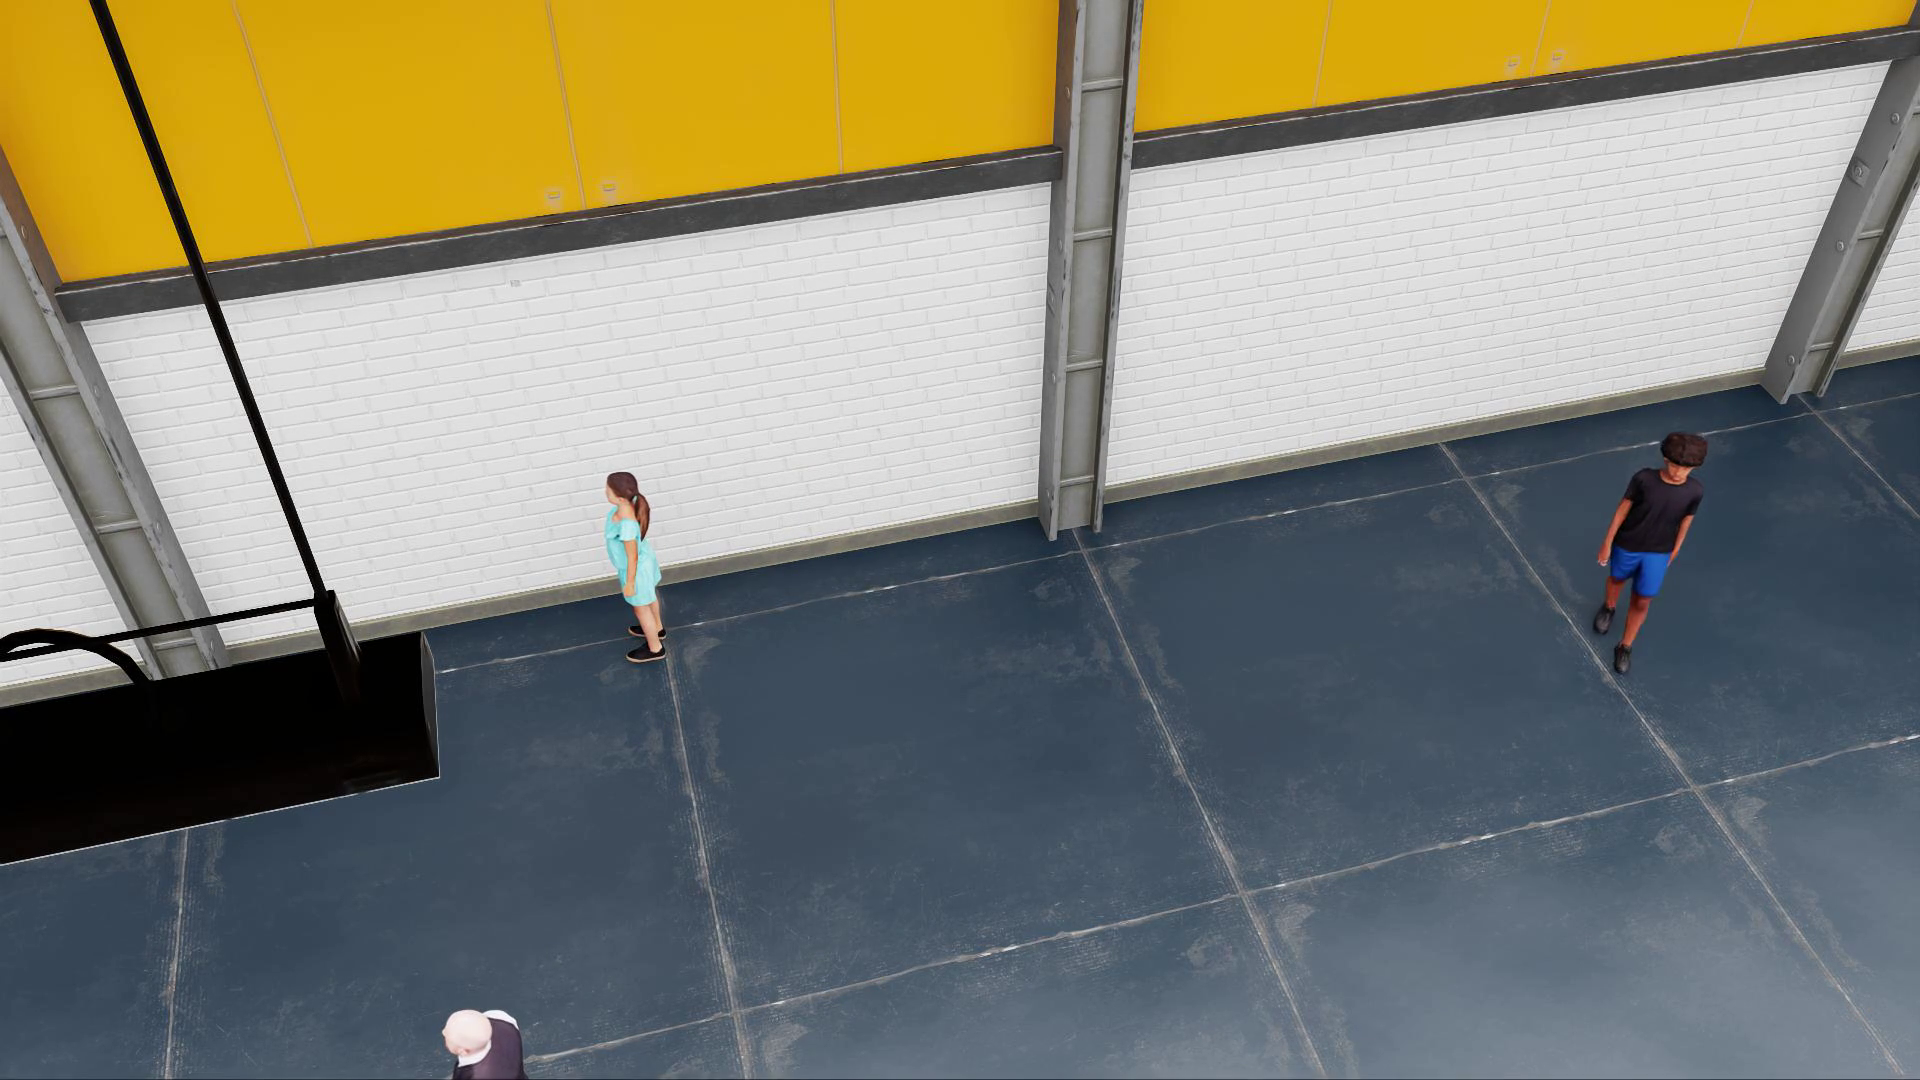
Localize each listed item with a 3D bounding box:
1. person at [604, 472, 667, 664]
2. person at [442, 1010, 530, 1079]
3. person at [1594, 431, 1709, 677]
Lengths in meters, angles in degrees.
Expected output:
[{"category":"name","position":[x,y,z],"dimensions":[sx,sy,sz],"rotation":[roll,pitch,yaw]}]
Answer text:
[{"category":"person","position":[-2.072,0.157,10.625],"dimensions":[0.606,1.557,0.599],"rotation":[-1,44,-1]},{"category":"person","position":[-2.125,2.709,7.753],"dimensions":[0.671,1.823,0.743],"rotation":[-1,44,-1]},{"category":"person","position":[4.400,-0.053,10.690],"dimensions":[0.945,1.771,0.985],"rotation":[20,47,19]}]
